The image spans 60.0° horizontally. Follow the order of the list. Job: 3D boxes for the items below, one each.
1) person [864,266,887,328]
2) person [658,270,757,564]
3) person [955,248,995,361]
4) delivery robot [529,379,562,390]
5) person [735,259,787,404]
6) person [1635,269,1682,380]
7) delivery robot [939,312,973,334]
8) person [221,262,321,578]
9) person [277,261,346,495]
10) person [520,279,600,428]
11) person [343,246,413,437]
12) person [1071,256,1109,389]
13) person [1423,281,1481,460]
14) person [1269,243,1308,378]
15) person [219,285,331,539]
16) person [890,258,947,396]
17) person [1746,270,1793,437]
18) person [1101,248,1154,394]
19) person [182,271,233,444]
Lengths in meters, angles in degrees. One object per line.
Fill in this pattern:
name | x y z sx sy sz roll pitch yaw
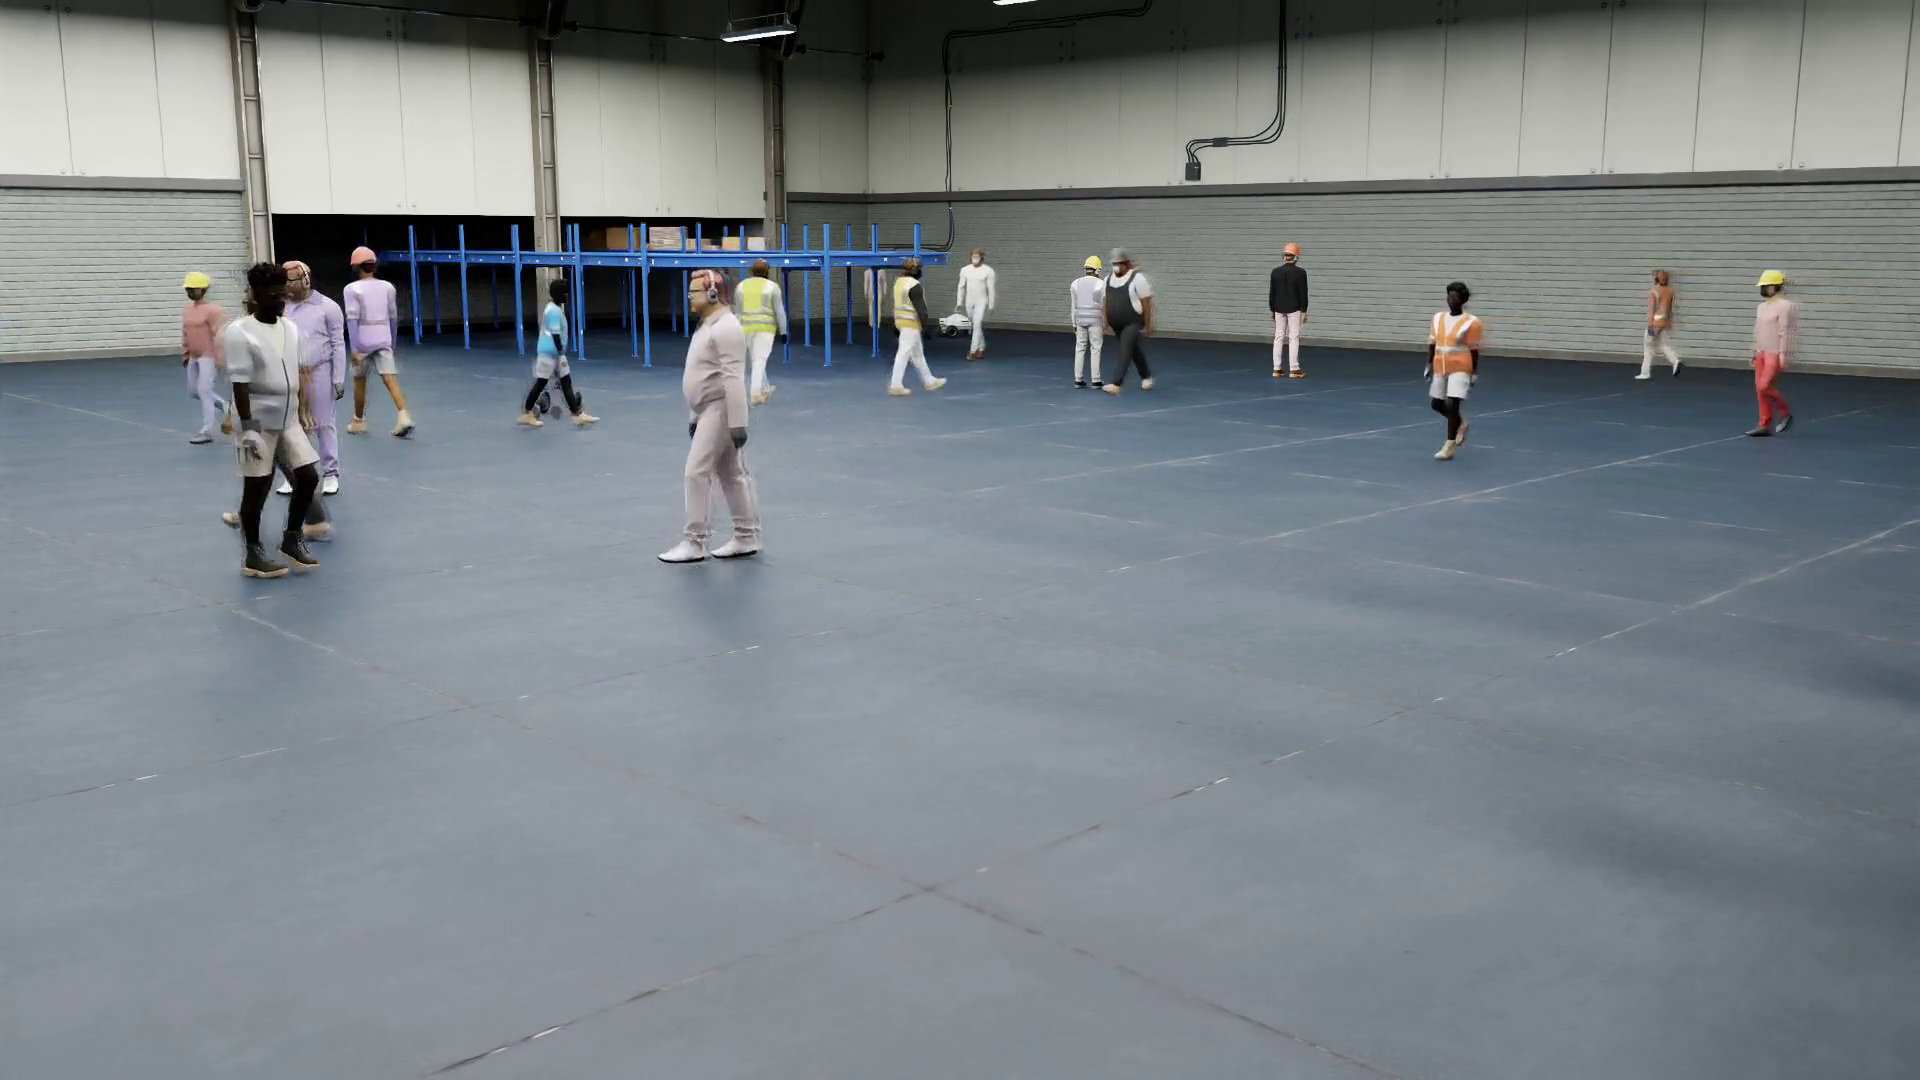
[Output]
person | -1.939 -5.664 38.162 0.517 1.581 0.871 -1 10 -5
person | -1.692 -0.792 10.761 0.818 1.878 0.678 -4 11 -19
person | 0.293 -4.041 28.501 0.648 1.899 1.007 5 12 25
delivery robot | -4.853 -1.915 19.674 0.335 0.223 0.698 2 11 12
person | -2.490 -2.662 21.206 0.650 1.795 0.927 5 11 24
person | 10.248 -3.148 24.320 0.524 1.623 0.608 -5 12 -26
delivery robot | -0.064 -4.525 34.619 0.707 0.478 0.477 -6 12 -28
person | -4.248 -0.731 10.270 0.564 1.944 0.620 5 11 25
person | -5.358 -1.316 13.586 0.651 1.901 0.402 0 10 0
person | -4.463 -2.049 18.294 0.869 1.636 0.539 -1 10 -4
person | -6.173 -2.090 17.544 1.032 2.004 0.618 9 14 40
person | 1.818 -3.012 23.050 0.592 1.827 0.403 6 12 31
person | 4.739 -1.628 15.862 0.604 1.683 0.530 -8 13 -39
person | 4.944 -3.449 24.961 0.625 1.990 0.394 9 14 39
person | -4.834 -0.901 11.648 0.973 1.798 0.519 3 11 16
person | -0.550 -2.837 22.152 0.927 1.796 0.659 -4 11 -23
person | 8.519 -1.959 17.497 0.402 1.751 0.543 -1 10 -7
person | 2.323 -3.033 22.681 1.133 2.000 0.675 -9 13 -39
person | -7.744 -1.894 17.134 0.537 1.748 0.608 6 12 31
